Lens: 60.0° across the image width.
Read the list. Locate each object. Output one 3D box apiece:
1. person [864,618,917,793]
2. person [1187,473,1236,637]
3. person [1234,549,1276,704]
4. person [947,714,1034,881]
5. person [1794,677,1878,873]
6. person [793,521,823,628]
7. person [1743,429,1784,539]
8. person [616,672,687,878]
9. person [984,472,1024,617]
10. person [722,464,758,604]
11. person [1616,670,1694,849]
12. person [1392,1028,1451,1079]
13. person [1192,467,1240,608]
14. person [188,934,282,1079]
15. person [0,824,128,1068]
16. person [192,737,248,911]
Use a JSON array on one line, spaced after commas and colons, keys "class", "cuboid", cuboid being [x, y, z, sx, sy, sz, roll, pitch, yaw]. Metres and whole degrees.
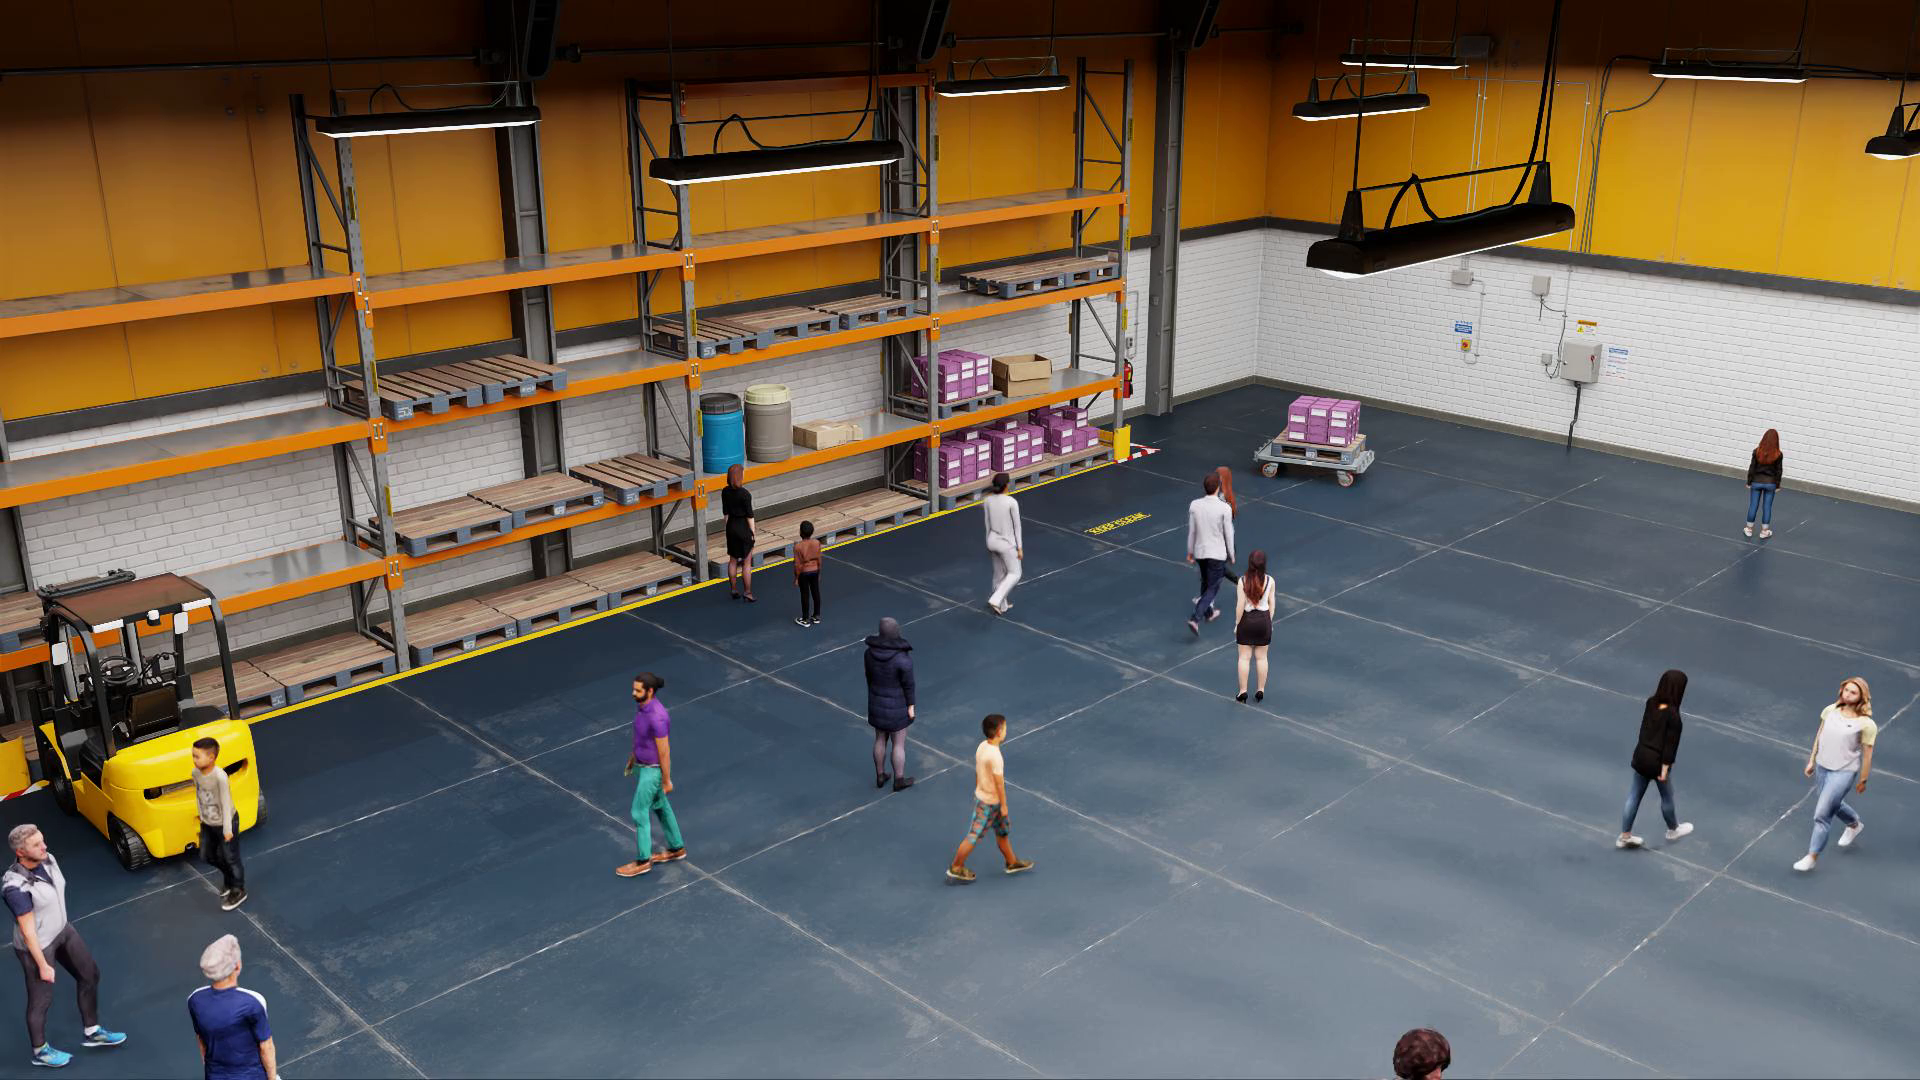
[{"class": "person", "cuboid": [-0.641, 1.484, 15.164, 0.738, 1.674, 0.736, 11, 21, 29]}, {"class": "person", "cuboid": [2.792, 0.187, 18.789, 0.768, 1.818, 1.193, 14, 23, 36]}, {"class": "person", "cuboid": [3.003, 0.881, 16.992, 0.619, 1.649, 0.695, -2, 19, -5]}, {"class": "person", "cuboid": [0.170, 2.146, 13.592, 1.043, 1.421, 0.861, -5, 19, -14]}, {"class": "person", "cuboid": [7.345, 1.921, 13.836, 1.201, 1.693, 0.889, -9, 20, -24]}, {"class": "person", "cuboid": [-1.747, 0.375, 19.114, 0.461, 1.254, 0.611, -13, 22, -33]}, {"class": "person", "cuboid": [10.707, -0.766, 22.144, 0.623, 1.483, 0.607, 9, 21, 25]}, {"class": "person", "cuboid": [-2.465, 1.899, 13.816, 0.963, 1.748, 0.816, -7, 20, -21]}, {"class": "person", "cuboid": [0.459, 0.083, 19.251, 0.706, 1.719, 0.875, 13, 23, 34]}, {"class": "person", "cuboid": [-2.624, -0.083, 19.765, 0.631, 1.707, 0.573, 11, 21, 29]}, {"class": "person", "cuboid": [5.815, 1.877, 14.088, 1.030, 1.614, 0.791, -7, 20, -20]}, {"class": "person", "cuboid": [2.403, 3.437, 9.218, 0.958, 1.766, 0.865, -6, 19, -17]}, {"class": "person", "cuboid": [3.123, 0.008, 19.461, 0.897, 1.727, 0.998, 7, 20, 21]}, {"class": "person", "cuboid": [-4.279, 3.208, 9.805, 0.861, 1.825, 0.923, 1, 19, 2]}, {"class": "person", "cuboid": [-6.272, 2.738, 11.230, 0.994, 1.808, 0.934, 0, 19, -1]}, {"class": "person", "cuboid": [-5.870, 2.225, 13.307, 0.665, 1.454, 0.703, 6, 19, 17]}]
